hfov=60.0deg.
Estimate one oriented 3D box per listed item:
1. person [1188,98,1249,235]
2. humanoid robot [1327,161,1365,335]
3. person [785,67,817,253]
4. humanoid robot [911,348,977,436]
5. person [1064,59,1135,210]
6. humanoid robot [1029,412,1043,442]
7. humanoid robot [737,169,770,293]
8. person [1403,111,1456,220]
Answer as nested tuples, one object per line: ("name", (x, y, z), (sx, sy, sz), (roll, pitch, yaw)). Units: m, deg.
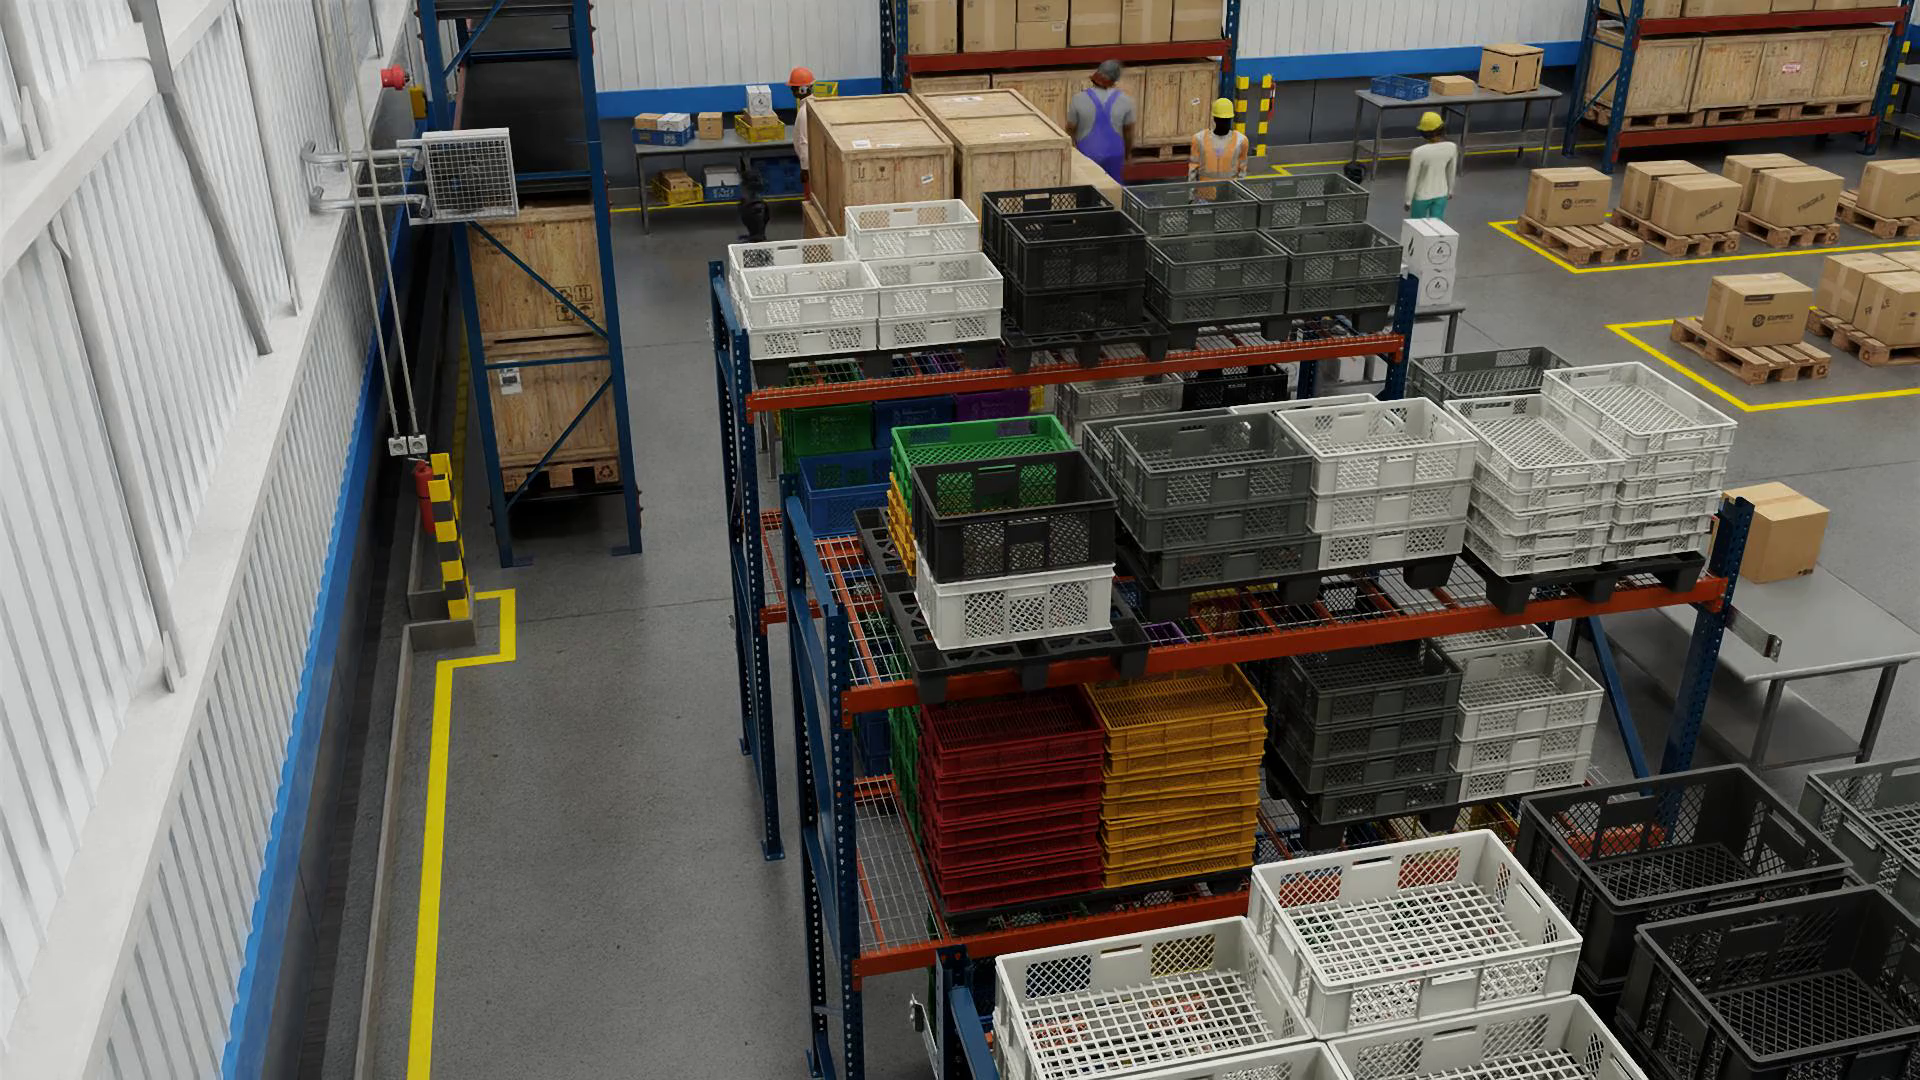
("person", (2.615, -3.545, 16.990), (0.593, 1.929, 0.349), (4, 28, 7))
("humanoid robot", (3.652, -2.779, 15.805), (0.333, 1.651, 0.571), (-3, 28, -5))
("person", (-1.646, -4.115, 18.019), (0.412, 1.985, 0.609), (2, 28, 4))
("humanoid robot", (-0.094, -0.953, 12.329), (0.609, 1.657, 0.310), (-23, 35, -36))
("person", (1.501, -4.289, 18.286), (0.807, 2.000, 0.595), (-3, 28, -6))
("humanoid robot", (0.420, -0.046, 10.620), (0.363, 1.647, 0.574), (-21, 34, -34))
("humanoid robot", (-1.901, -2.649, 15.582), (0.418, 1.639, 0.621), (-10, 30, -19))
("person", (4.862, -3.556, 17.206), (0.582, 1.757, 0.445), (-7, 29, -13))
